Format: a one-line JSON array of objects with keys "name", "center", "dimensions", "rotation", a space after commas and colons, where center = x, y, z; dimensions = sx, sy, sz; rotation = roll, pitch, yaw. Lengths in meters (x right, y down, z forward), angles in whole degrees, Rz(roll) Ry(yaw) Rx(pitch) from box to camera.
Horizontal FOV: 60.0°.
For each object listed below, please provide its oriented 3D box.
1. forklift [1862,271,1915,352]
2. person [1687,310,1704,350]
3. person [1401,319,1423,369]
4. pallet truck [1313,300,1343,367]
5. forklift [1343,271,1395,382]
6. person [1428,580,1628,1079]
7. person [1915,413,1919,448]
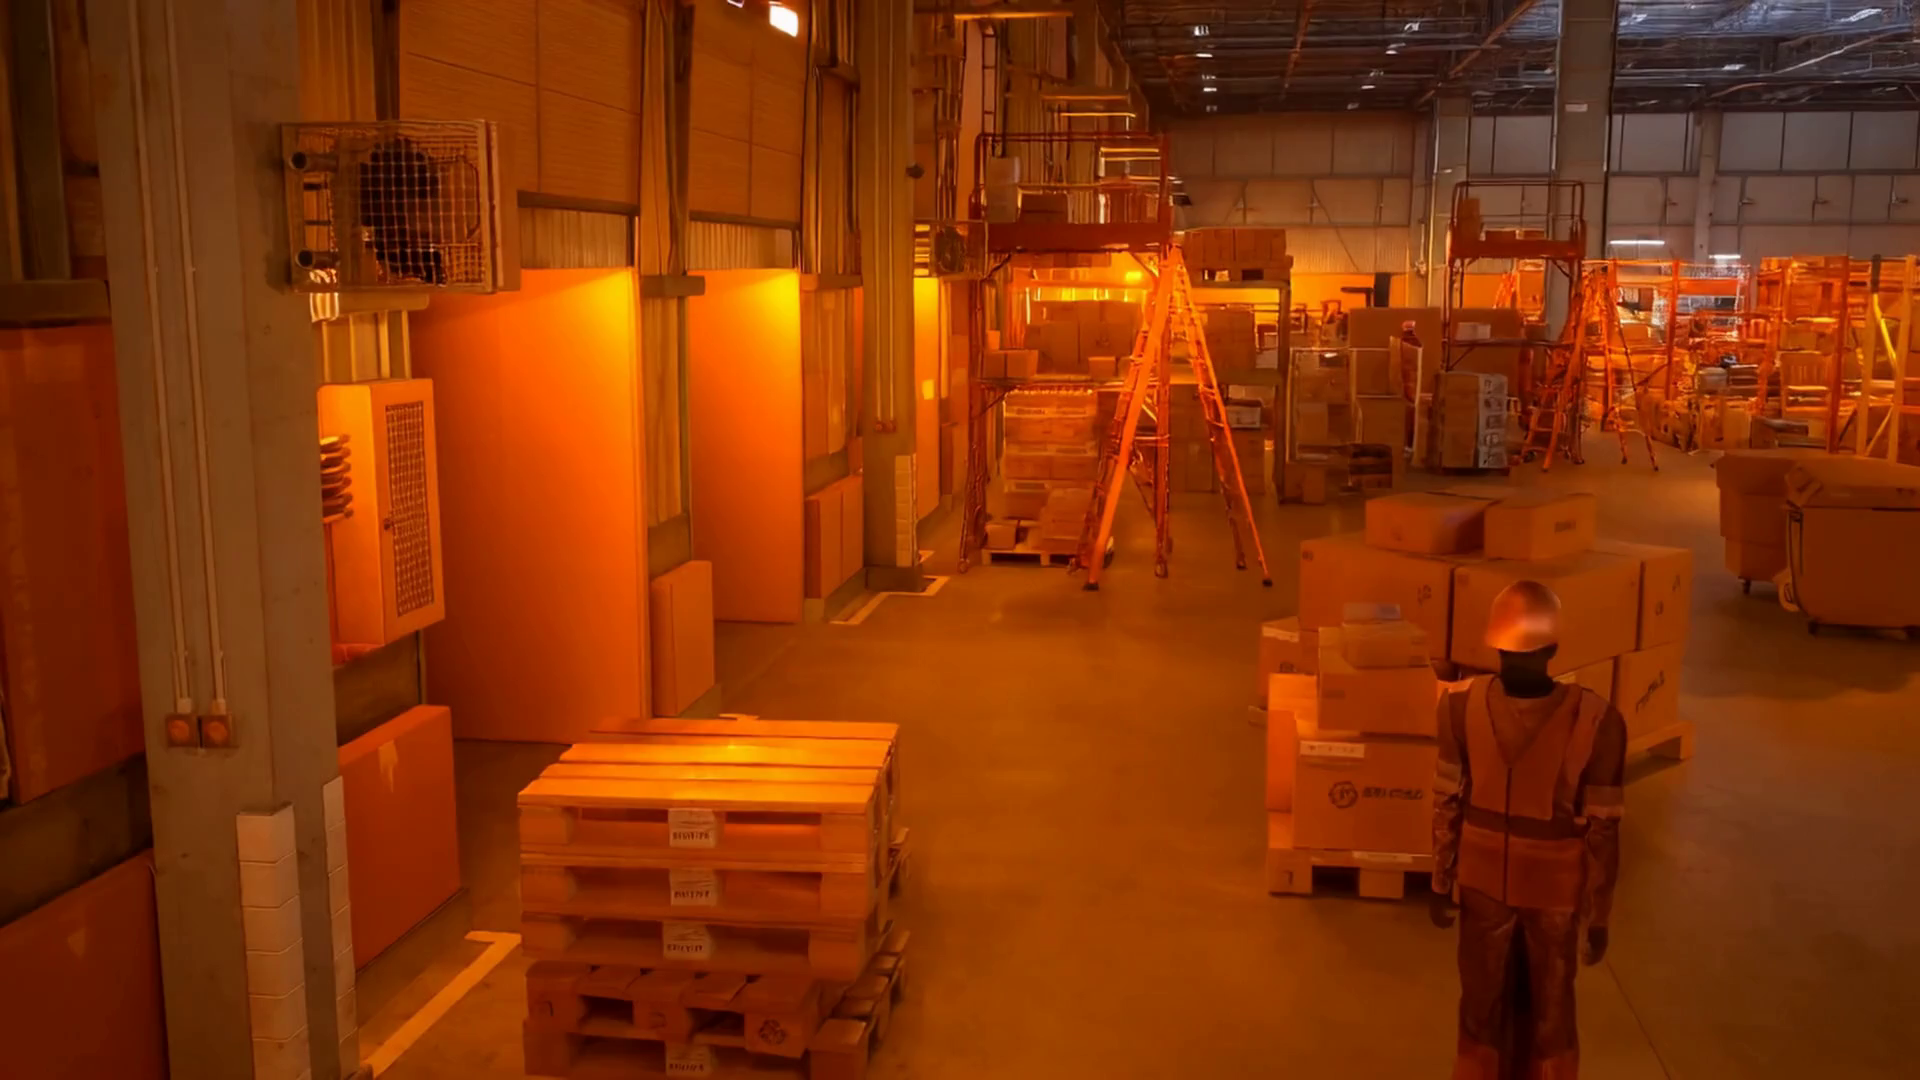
[{"name": "forklift", "center": [26.971, -6.296, 47.597], "dimensions": [1.873, 2.768, 1.129], "rotation": [4, 10, 26]}, {"name": "person", "center": [21.864, -6.005, 49.476], "dimensions": [0.530, 1.689, 0.321], "rotation": [-3, 10, -16]}, {"name": "person", "center": [8.399, -3.170, 31.202], "dimensions": [0.547, 1.942, 0.350], "rotation": [-2, 9, -12]}, {"name": "pallet truck", "center": [11.159, -6.200, 49.718], "dimensions": [0.823, 1.965, 1.885], "rotation": [4, 10, 26]}, {"name": "forklift", "center": [10.651, -5.394, 42.034], "dimensions": [1.873, 2.768, 1.129], "rotation": [1, 9, 9]}, {"name": "person", "center": [1.732, 1.065, 5.166], "dimensions": [0.588, 1.919, 0.396], "rotation": [7, 12, 37]}, {"name": "person", "center": [15.571, -2.336, 26.690], "dimensions": [0.319, 1.740, 0.483], "rotation": [6, 11, 32]}]
